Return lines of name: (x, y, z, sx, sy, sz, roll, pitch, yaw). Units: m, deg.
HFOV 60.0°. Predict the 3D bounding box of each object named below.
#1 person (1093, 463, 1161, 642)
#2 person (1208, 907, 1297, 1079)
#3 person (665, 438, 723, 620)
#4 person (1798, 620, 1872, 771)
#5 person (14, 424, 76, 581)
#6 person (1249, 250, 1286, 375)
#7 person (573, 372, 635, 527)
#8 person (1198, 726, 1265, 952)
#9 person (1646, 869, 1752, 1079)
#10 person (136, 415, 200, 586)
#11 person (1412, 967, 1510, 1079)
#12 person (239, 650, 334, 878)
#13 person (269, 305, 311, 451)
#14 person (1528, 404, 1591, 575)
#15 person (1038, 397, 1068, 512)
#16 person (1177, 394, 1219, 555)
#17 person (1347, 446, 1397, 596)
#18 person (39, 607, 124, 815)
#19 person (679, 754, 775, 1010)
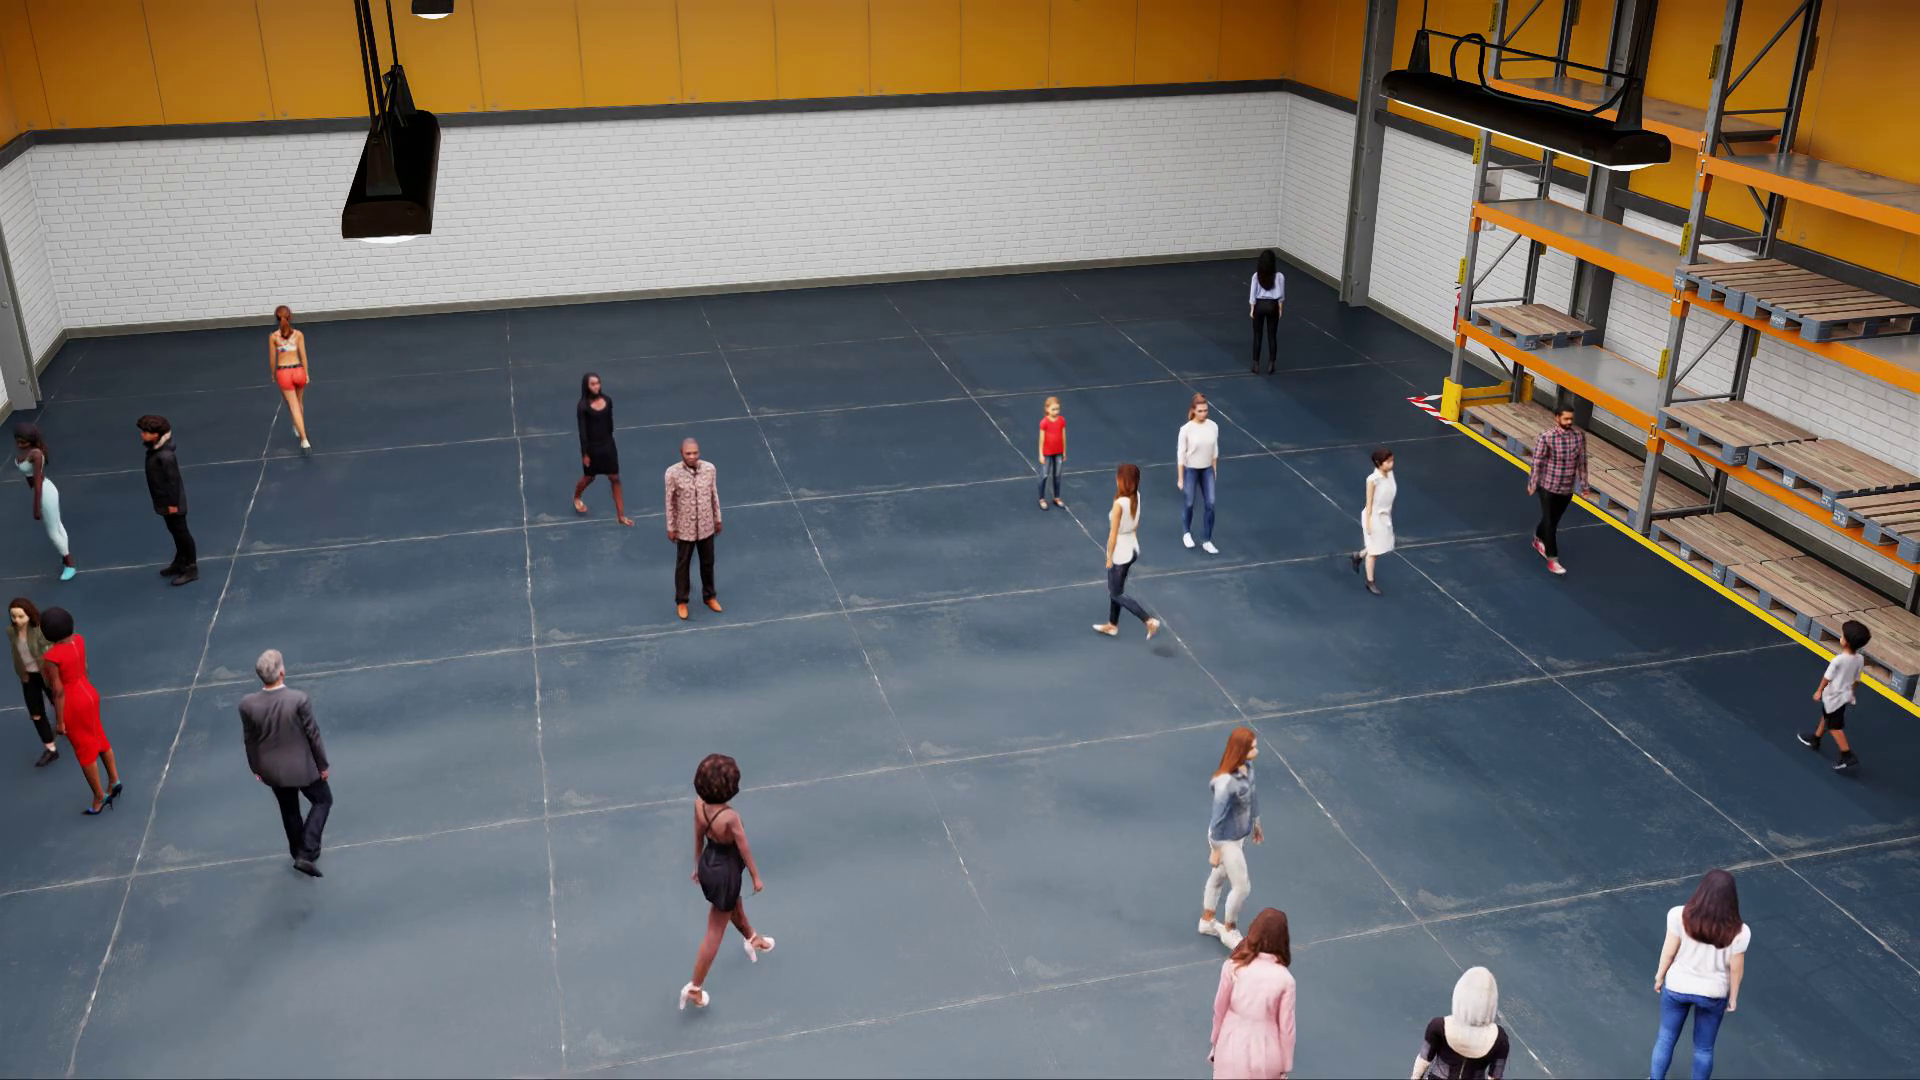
person: (1.590, 0.155, 15.475, 1.041, 1.767, 0.958, 15, 28, 31)
person: (1.572, 2.915, 9.171, 0.862, 1.759, 0.970, 5, 24, 12)
person: (-2.576, -0.149, 16.119, 0.734, 1.807, 0.648, -11, 26, -23)
person: (7.209, 1.272, 13.568, 0.567, 1.247, 0.881, -10, 26, -22)
person: (-9.302, -0.442, 16.927, 0.825, 1.697, 0.626, -10, 25, -21)
person: (4.248, -3.166, 23.099, 0.712, 1.745, 0.671, 2, 24, 5)
person: (-4.020, -1.000, 18.223, 1.028, 1.681, 1.238, -22, 32, -40)
person: (1.755, 2.003, 11.345, 0.871, 1.689, 0.811, 13, 27, 27)
person: (4.332, 2.677, 9.808, 0.679, 1.684, 0.725, 11, 26, 24)
person: (-7.985, -0.434, 16.807, 0.775, 1.778, 0.659, -19, 30, -37)
person: (2.596, 3.084, 8.755, 0.908, 1.782, 1.236, 3, 24, 8)
person: (-4.830, 1.657, 11.962, 0.851, 1.827, 0.949, 0, 24, 0)
person: (-8.150, -1.939, 20.286, 0.858, 1.750, 1.216, -16, 28, -32)
person: (6.150, -0.579, 17.216, 0.722, 1.717, 1.081, -5, 24, -11)
person: (1.024, -0.990, 18.668, 0.493, 1.308, 0.507, -8, 25, -18)
person: (2.471, -0.732, 17.578, 0.646, 1.706, 0.778, -6, 24, -13)
person: (4.103, -0.214, 16.597, 0.743, 1.544, 0.853, -19, 30, -37)
person: (-6.810, 1.312, 12.857, 0.705, 1.743, 0.569, 3, 24, 6)
person: (-1.597, 2.247, 10.723, 1.112, 1.739, 1.041, 20, 30, 37)
